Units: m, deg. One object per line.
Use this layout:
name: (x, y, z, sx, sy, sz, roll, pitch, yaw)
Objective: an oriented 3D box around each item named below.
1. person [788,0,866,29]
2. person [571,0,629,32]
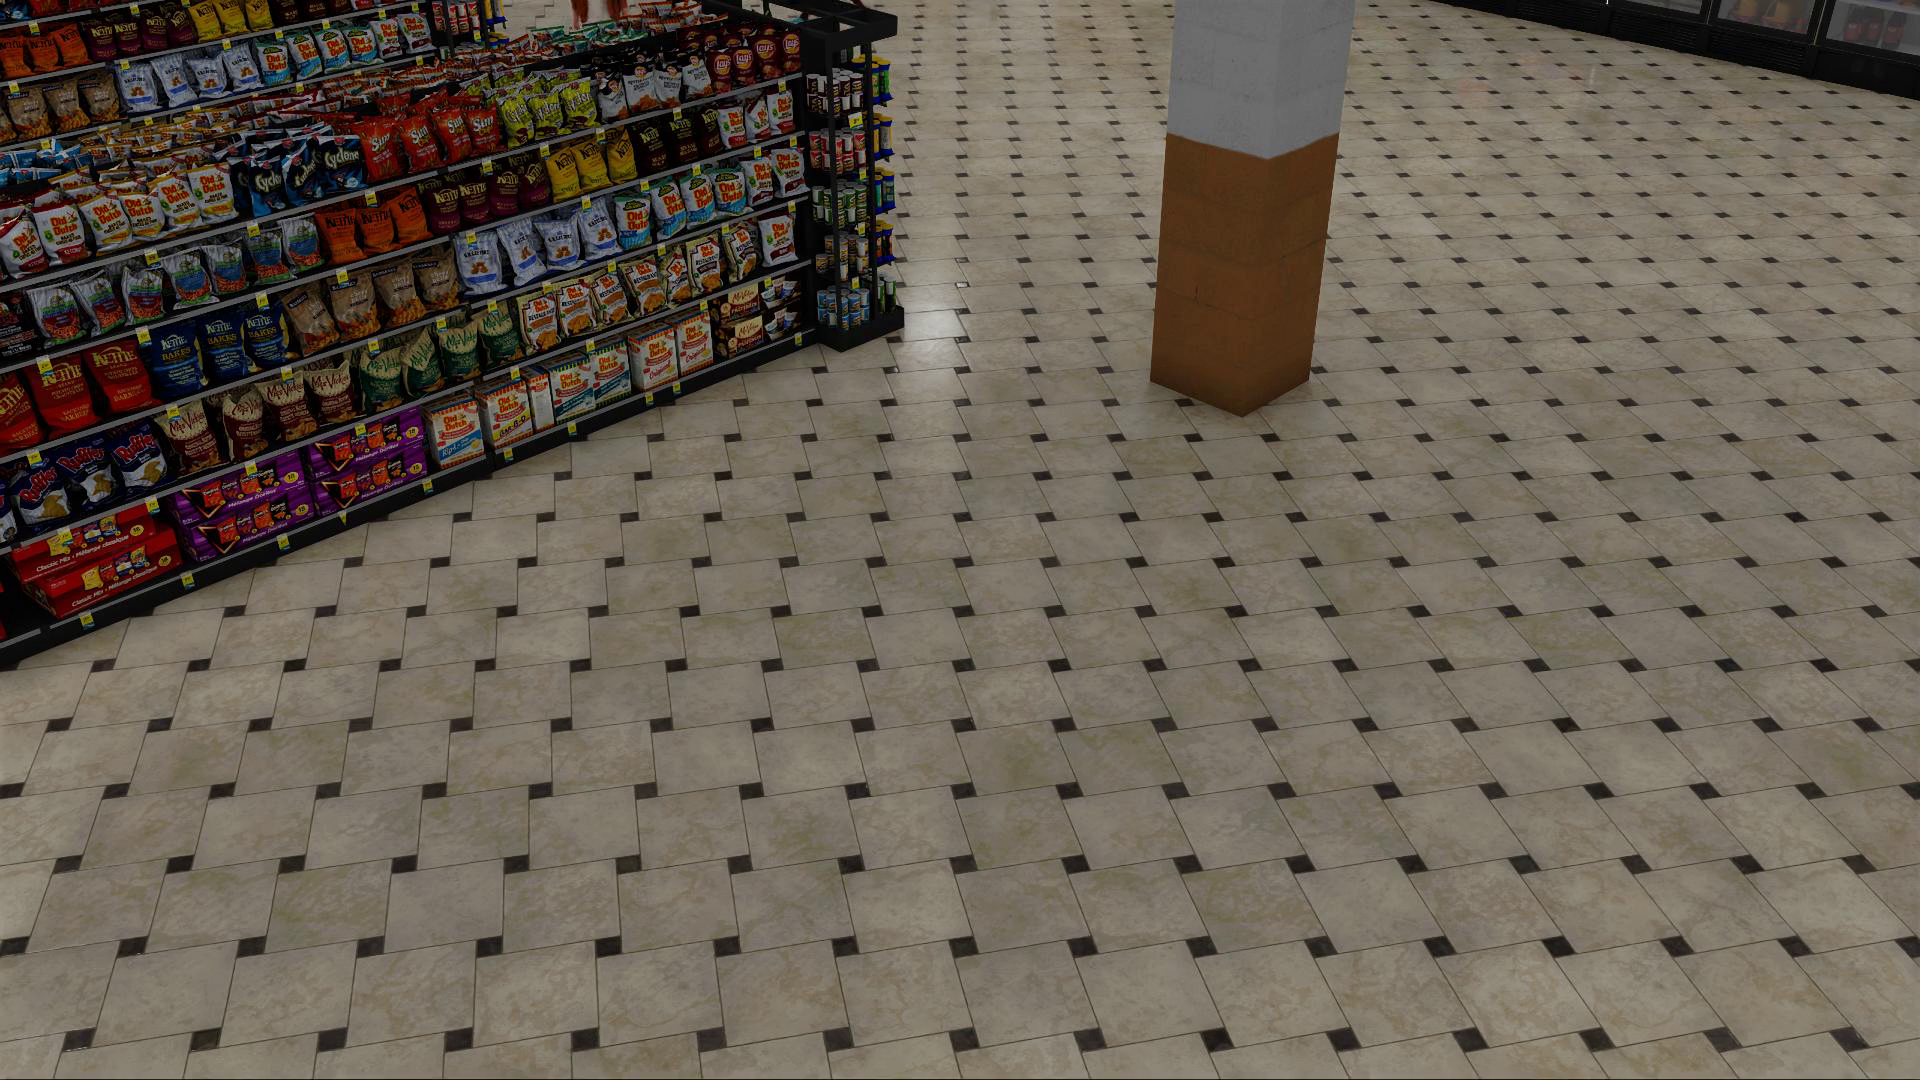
person: (-1.252, -5.883, 16.483, 1.143, 1.681, 1.061, -1, 32, -2)
person: (-3.073, -4.491, 14.246, 1.086, 1.681, 1.083, -4, 32, -6)
